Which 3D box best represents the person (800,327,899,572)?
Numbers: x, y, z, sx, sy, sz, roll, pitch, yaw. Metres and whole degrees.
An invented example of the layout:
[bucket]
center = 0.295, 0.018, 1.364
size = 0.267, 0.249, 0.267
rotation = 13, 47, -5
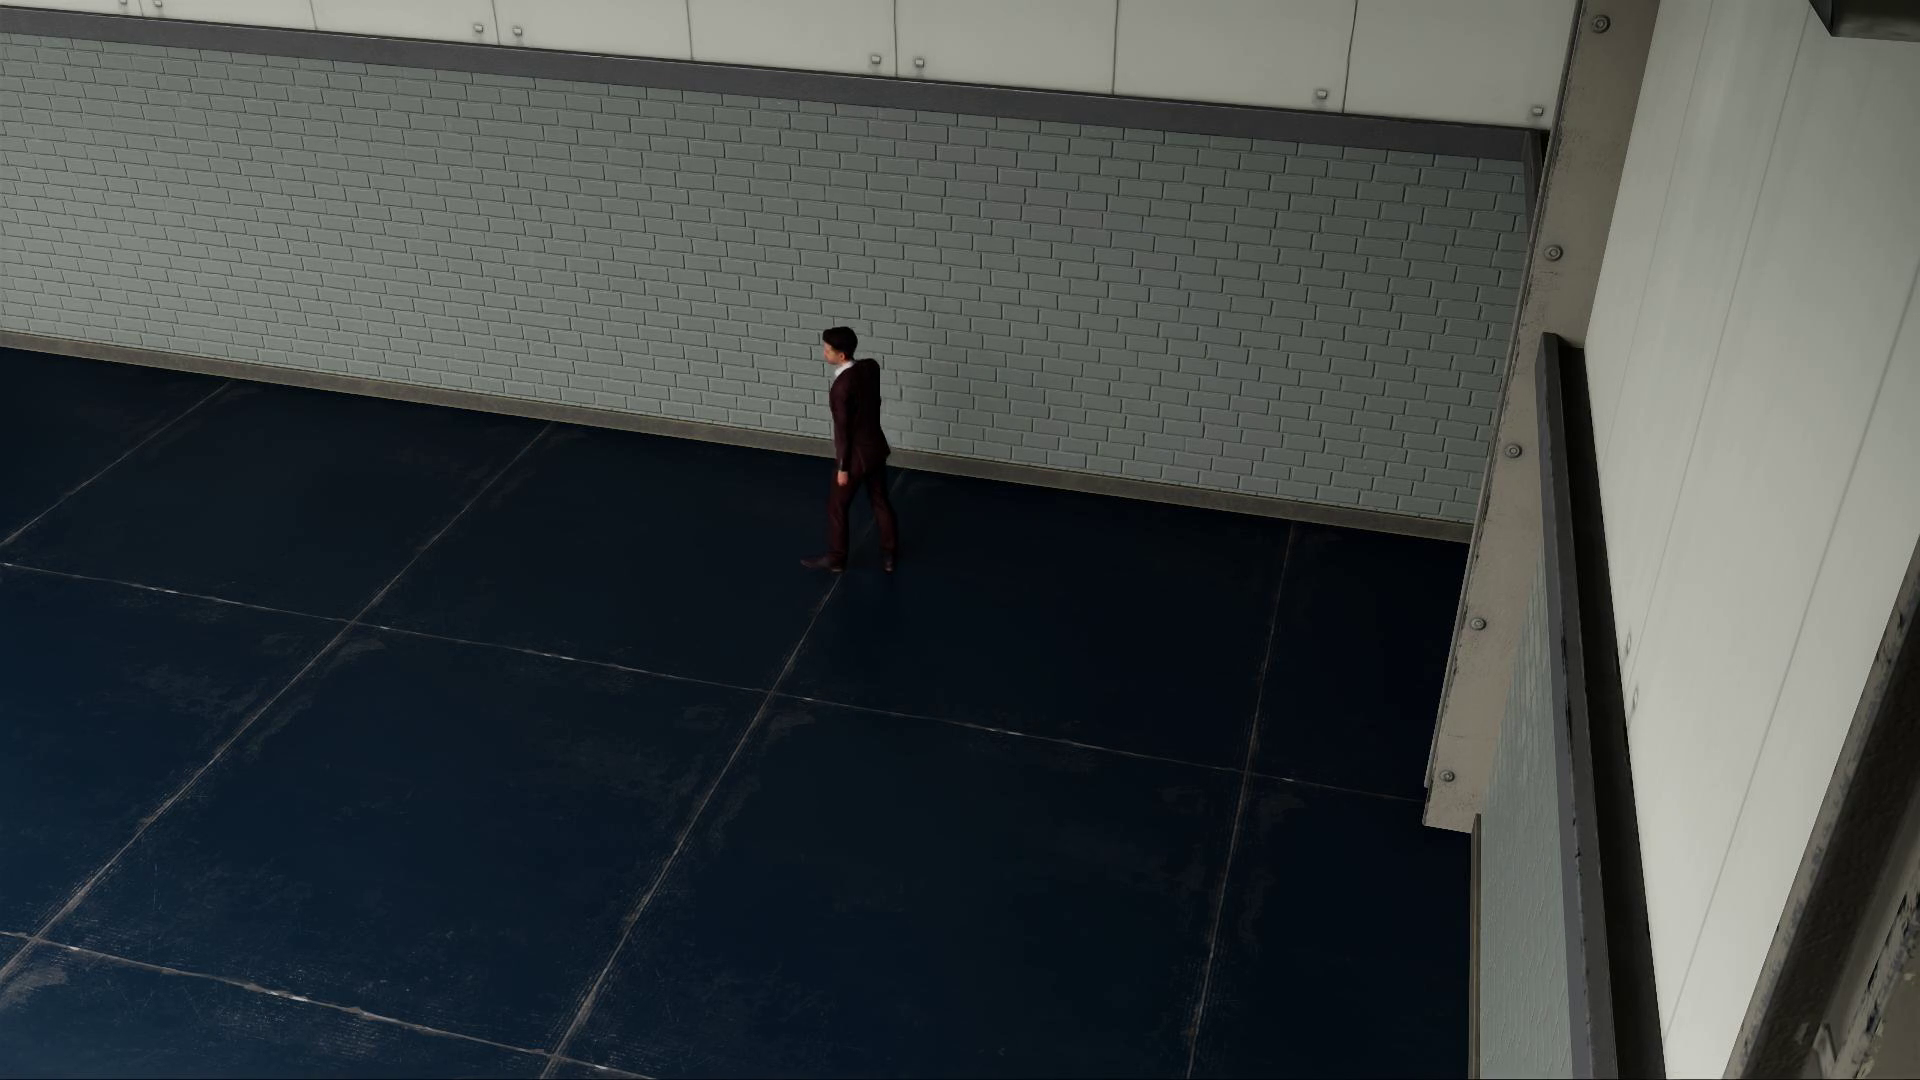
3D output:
[person]
center = -0.630, -0.581, 11.258
size = 0.931, 1.844, 0.868
rotation = 22, 38, 31
